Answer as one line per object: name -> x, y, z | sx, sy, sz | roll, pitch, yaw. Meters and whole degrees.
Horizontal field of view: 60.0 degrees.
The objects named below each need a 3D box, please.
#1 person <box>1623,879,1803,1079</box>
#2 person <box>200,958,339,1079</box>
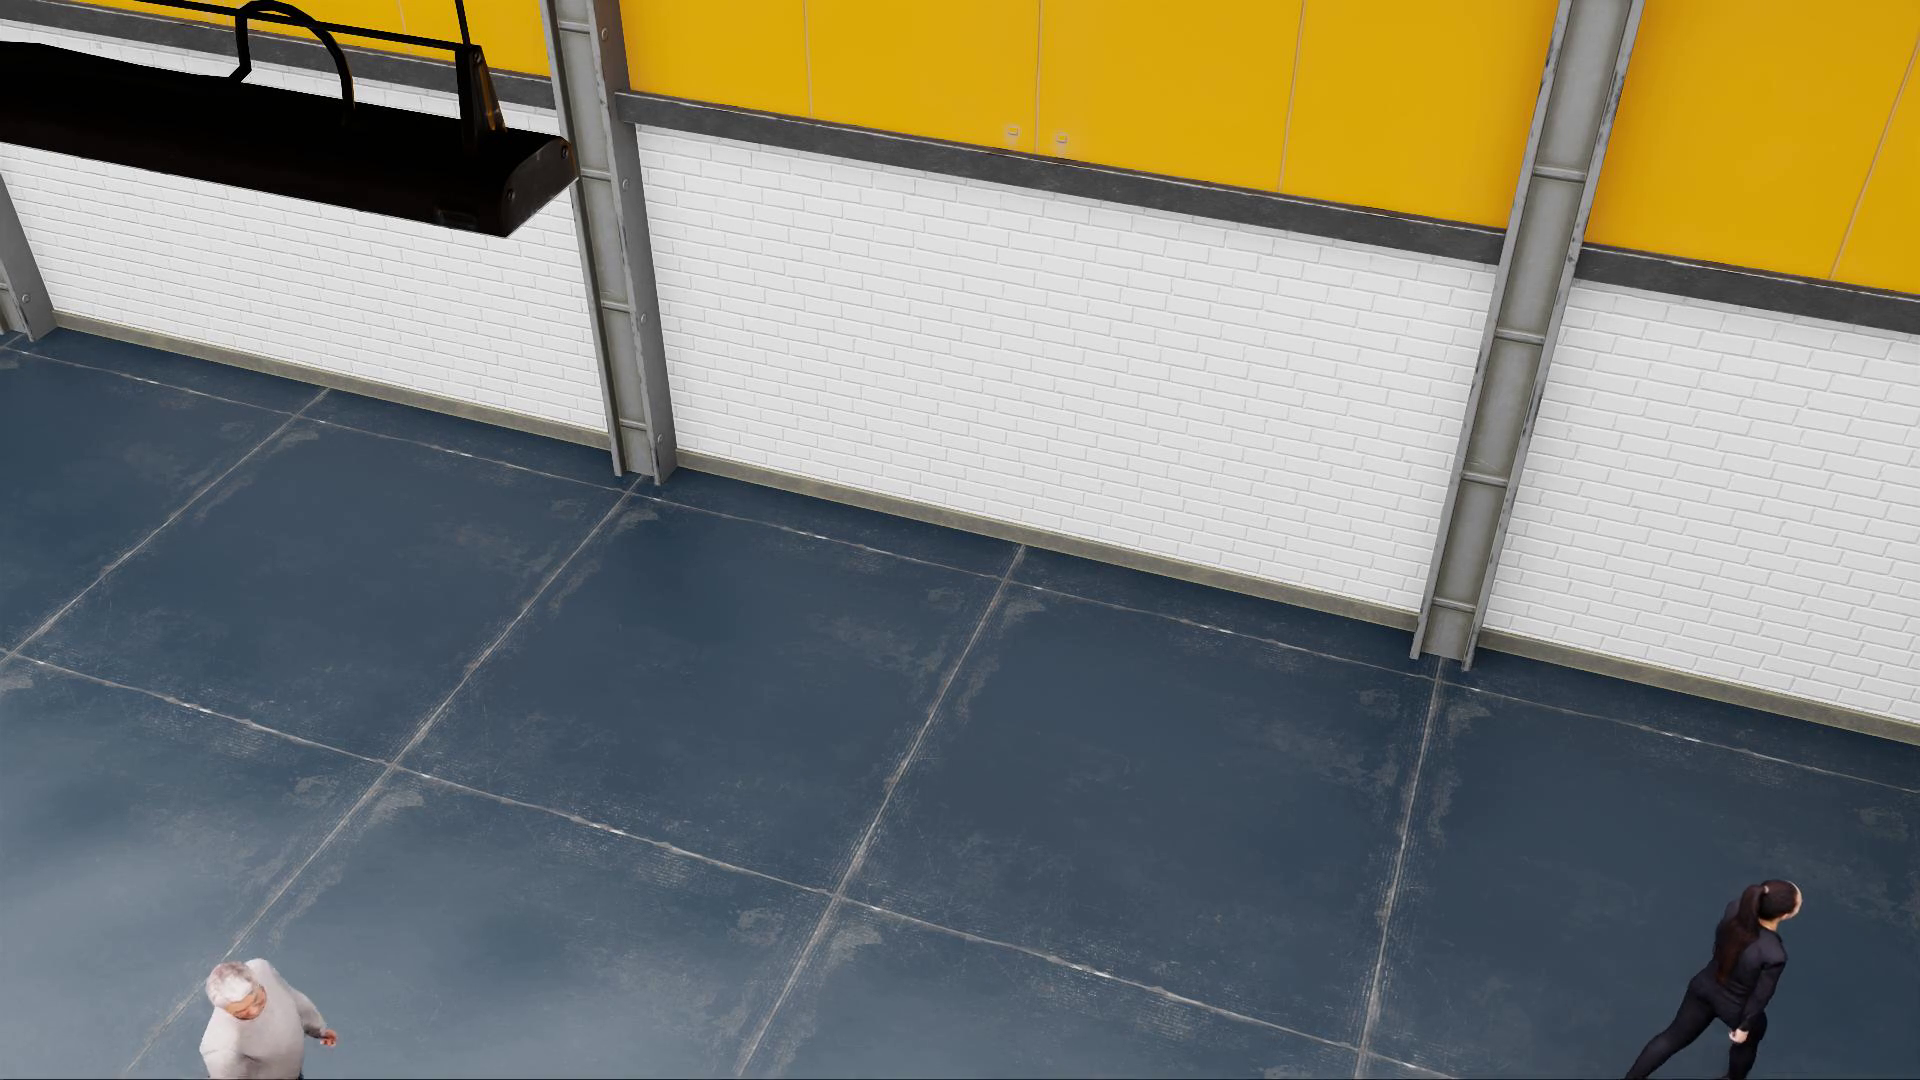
person -> 3.584, 2.222, 7.947 | 1.118, 1.674, 0.973 | -10, 40, -12
person -> -3.194, 2.459, 7.484 | 0.898, 1.881, 0.896 | -6, 39, -8
